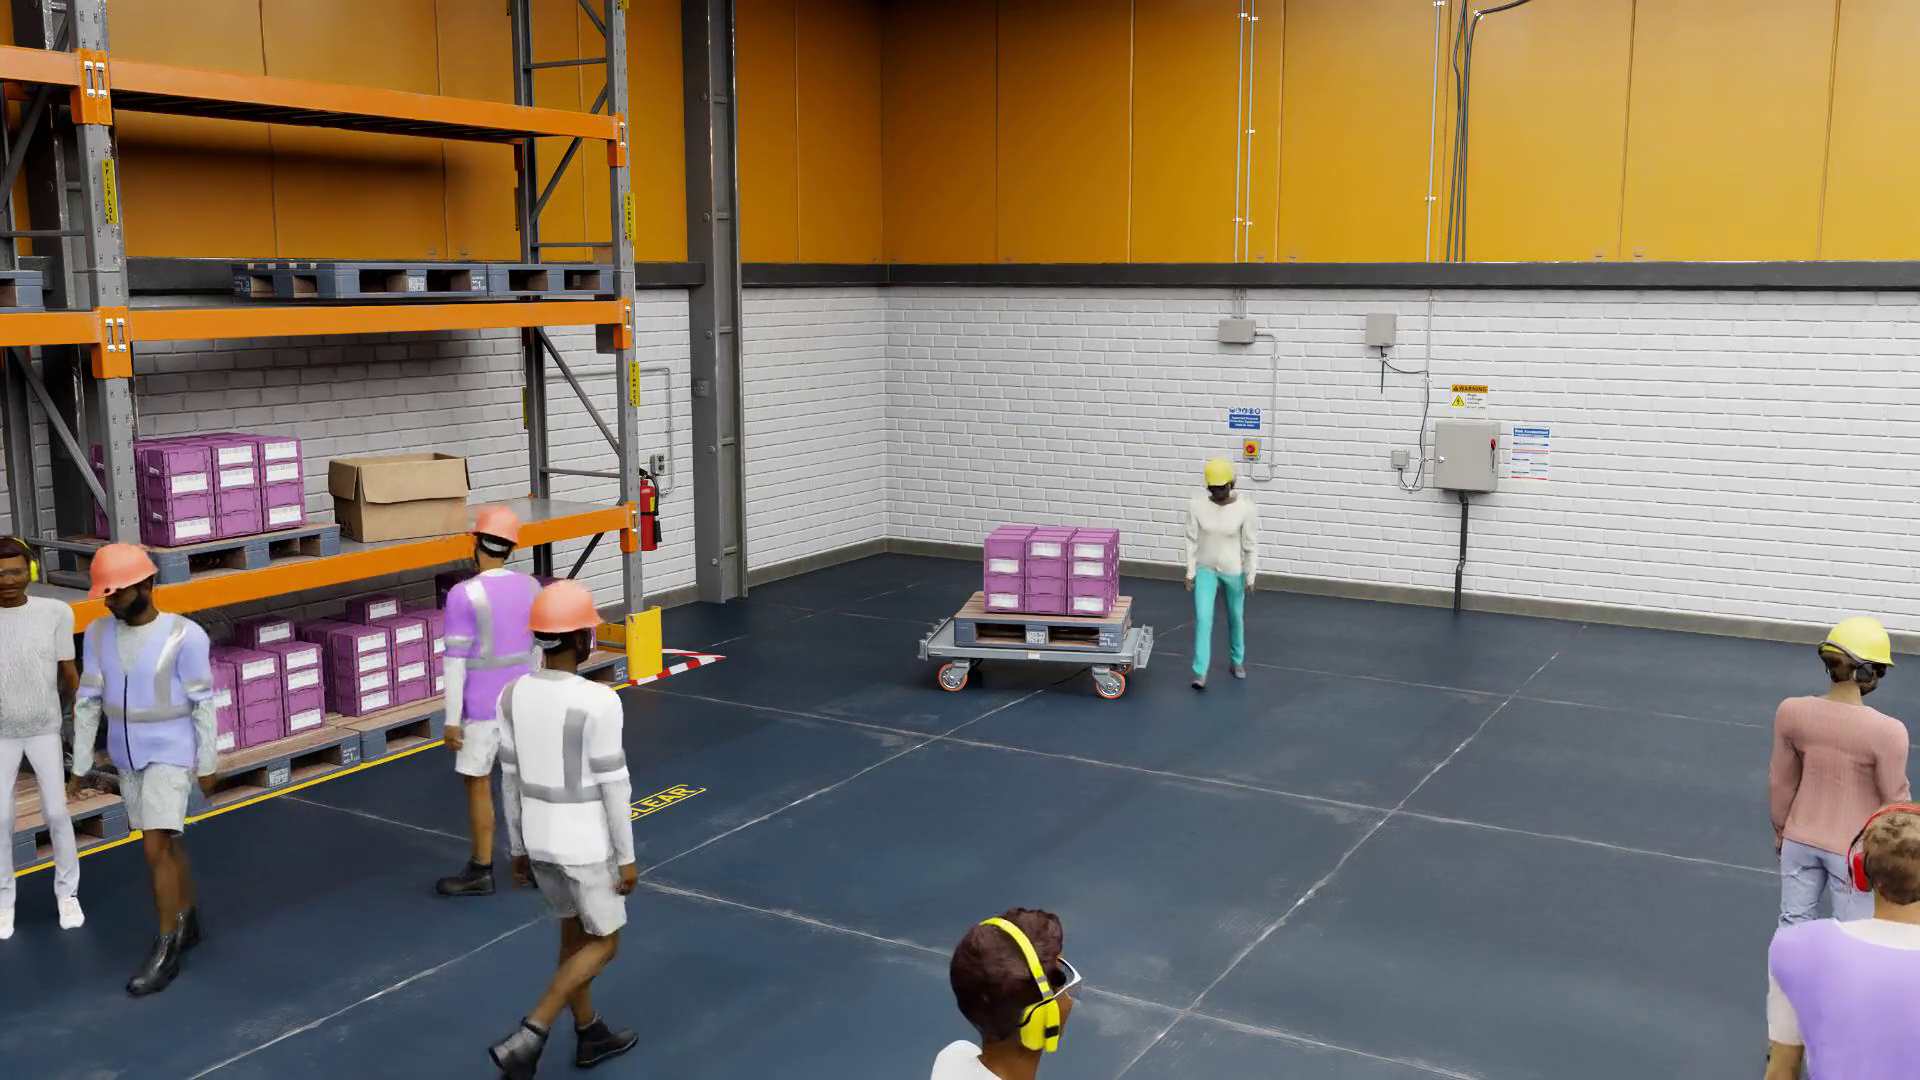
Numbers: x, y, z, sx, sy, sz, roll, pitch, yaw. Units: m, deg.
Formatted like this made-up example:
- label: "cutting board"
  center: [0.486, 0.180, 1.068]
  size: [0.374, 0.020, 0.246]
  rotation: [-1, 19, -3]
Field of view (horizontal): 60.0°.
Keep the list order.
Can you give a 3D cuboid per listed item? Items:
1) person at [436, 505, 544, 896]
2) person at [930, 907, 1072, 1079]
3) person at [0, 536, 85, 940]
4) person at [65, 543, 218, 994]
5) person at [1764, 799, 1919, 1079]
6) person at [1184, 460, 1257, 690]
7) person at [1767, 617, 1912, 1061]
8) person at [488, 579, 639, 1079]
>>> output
- label: "person"
  center: [-2.255, 0.796, 8.081]
  size: [0.515, 1.906, 0.603]
  rotation: [5, 11, 30]
- label: "person"
  center: [0.101, 1.599, 3.162]
  size: [0.328, 1.877, 0.514]
  rotation: [-3, 10, -20]
- label: "person"
  center: [-4.295, 0.895, 7.618]
  size: [0.512, 1.860, 0.321]
  rotation: [-5, 10, -26]
- label: "person"
  center: [-3.521, 0.960, 7.092]
  size: [0.543, 1.896, 0.780]
  rotation: [2, 9, 12]
- label: "person"
  center: [2.148, 1.517, 3.875]
  size: [0.579, 1.815, 0.860]
  rotation: [9, 12, 43]
- label: "person"
  center: [1.899, 0.251, 12.168]
  size: [0.532, 1.674, 0.989]
  rotation: [2, 9, 14]
- label: "person"
  center: [3.302, 1.161, 6.255]
  size: [0.328, 1.760, 0.523]
  rotation: [-6, 11, -31]
- label: "person"
  center: [-1.474, 1.105, 6.105]
  size: [0.555, 1.923, 0.723]
  rotation: [6, 11, 31]
